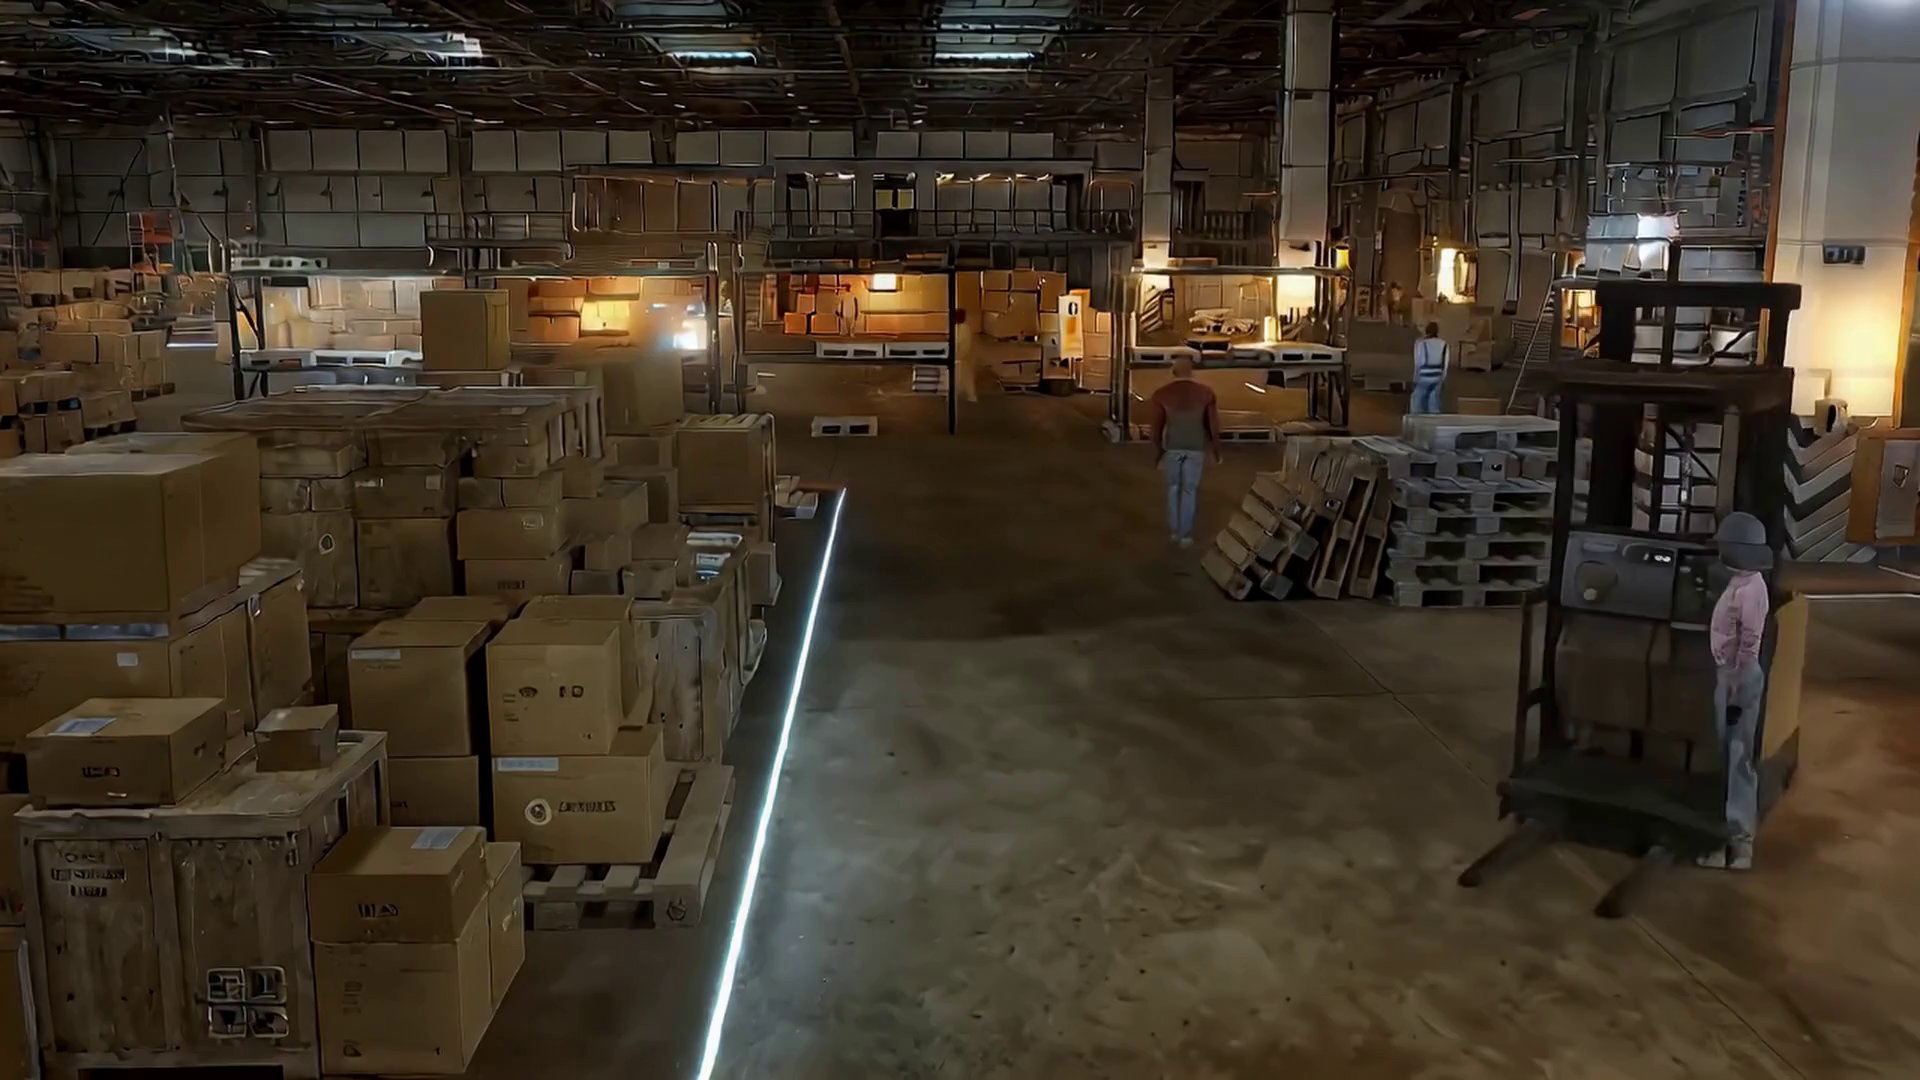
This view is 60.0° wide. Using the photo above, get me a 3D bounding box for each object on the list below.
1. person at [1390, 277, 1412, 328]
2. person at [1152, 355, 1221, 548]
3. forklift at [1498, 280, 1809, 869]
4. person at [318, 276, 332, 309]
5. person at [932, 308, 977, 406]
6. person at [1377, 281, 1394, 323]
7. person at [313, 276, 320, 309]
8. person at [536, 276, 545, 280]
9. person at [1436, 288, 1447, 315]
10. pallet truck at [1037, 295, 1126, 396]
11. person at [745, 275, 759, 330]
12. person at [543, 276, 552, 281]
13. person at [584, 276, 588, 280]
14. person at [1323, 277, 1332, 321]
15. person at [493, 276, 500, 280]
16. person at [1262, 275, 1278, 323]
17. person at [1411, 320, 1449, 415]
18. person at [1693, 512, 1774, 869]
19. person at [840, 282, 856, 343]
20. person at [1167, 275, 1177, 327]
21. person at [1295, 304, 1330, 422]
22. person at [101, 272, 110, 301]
[{"bbox_3d":[14.938,-7.980,56.310,0.680,1.847,1.013,-9,14,-42],"label":"person"},{"bbox_3d":[2.283,-0.898,16.690,0.659,1.915,0.784,3,11,16],"label":"person"},{"bbox_3d":[3.796,0.033,8.794,1.129,2.768,1.873,8,13,36],"label":"forklift"},{"bbox_3d":[-25.963,-10.091,68.006,0.591,1.872,0.576,0,10,-1],"label":"person"},{"bbox_3d":[-0.084,-3.377,30.770,0.899,1.800,0.639,-4,11,-20],"label":"person"},{"bbox_3d":[14.104,-7.714,55.076,0.539,1.751,0.487,7,12,34],"label":"person"},{"bbox_3d":[-25.280,-9.571,65.433,0.348,1.756,0.518,-6,12,-30],"label":"person"},{"bbox_3d":[-15.520,-9.084,61.924,0.539,2.000,0.689,-7,12,-33],"label":"person"},{"bbox_3d":[14.395,-6.679,49.614,0.864,1.654,0.533,-2,10,-10],"label":"person"},{"bbox_3d":[2.483,-3.881,33.060,1.885,1.965,0.823,-7,13,-36],"label":"pallet truck"},{"bbox_3d":[-7.382,-8.169,57.276,1.038,1.893,0.646,-4,11,-23],"label":"person"},{"bbox_3d":[-16.386,-9.699,65.732,0.588,1.912,0.417,-3,11,-15],"label":"person"},{"bbox_3d":[-10.948,-6.783,49.100,0.608,2.044,0.377,4,11,21],"label":"person"},{"bbox_3d":[12.824,-8.211,57.629,0.453,1.830,0.638,9,13,40],"label":"person"},{"bbox_3d":[-15.622,-7.951,55.973,0.583,1.906,0.798,6,12,32],"label":"person"},{"bbox_3d":[11.629,-9.135,62.468,0.602,1.948,0.386,5,11,24],"label":"person"},{"bbox_3d":[7.082,-2.414,25.277,0.606,1.857,0.735,-2,10,-13],"label":"person"},{"bbox_3d":[3.756,0.726,8.102,0.318,1.742,0.492,4,11,21],"label":"person"},{"bbox_3d":[-3.263,-6.602,48.640,0.517,1.846,0.376,-3,11,-16],"label":"person"},{"bbox_3d":[7.562,-8.612,59.426,0.375,1.995,0.611,1,10,7],"label":"person"},{"bbox_3d":[5.965,-2.978,28.028,0.372,1.997,0.621,-8,13,-38],"label":"person"},{"bbox_3d":[-32.943,-9.406,64.213,0.329,1.865,0.516,-10,14,-43],"label":"person"}]
